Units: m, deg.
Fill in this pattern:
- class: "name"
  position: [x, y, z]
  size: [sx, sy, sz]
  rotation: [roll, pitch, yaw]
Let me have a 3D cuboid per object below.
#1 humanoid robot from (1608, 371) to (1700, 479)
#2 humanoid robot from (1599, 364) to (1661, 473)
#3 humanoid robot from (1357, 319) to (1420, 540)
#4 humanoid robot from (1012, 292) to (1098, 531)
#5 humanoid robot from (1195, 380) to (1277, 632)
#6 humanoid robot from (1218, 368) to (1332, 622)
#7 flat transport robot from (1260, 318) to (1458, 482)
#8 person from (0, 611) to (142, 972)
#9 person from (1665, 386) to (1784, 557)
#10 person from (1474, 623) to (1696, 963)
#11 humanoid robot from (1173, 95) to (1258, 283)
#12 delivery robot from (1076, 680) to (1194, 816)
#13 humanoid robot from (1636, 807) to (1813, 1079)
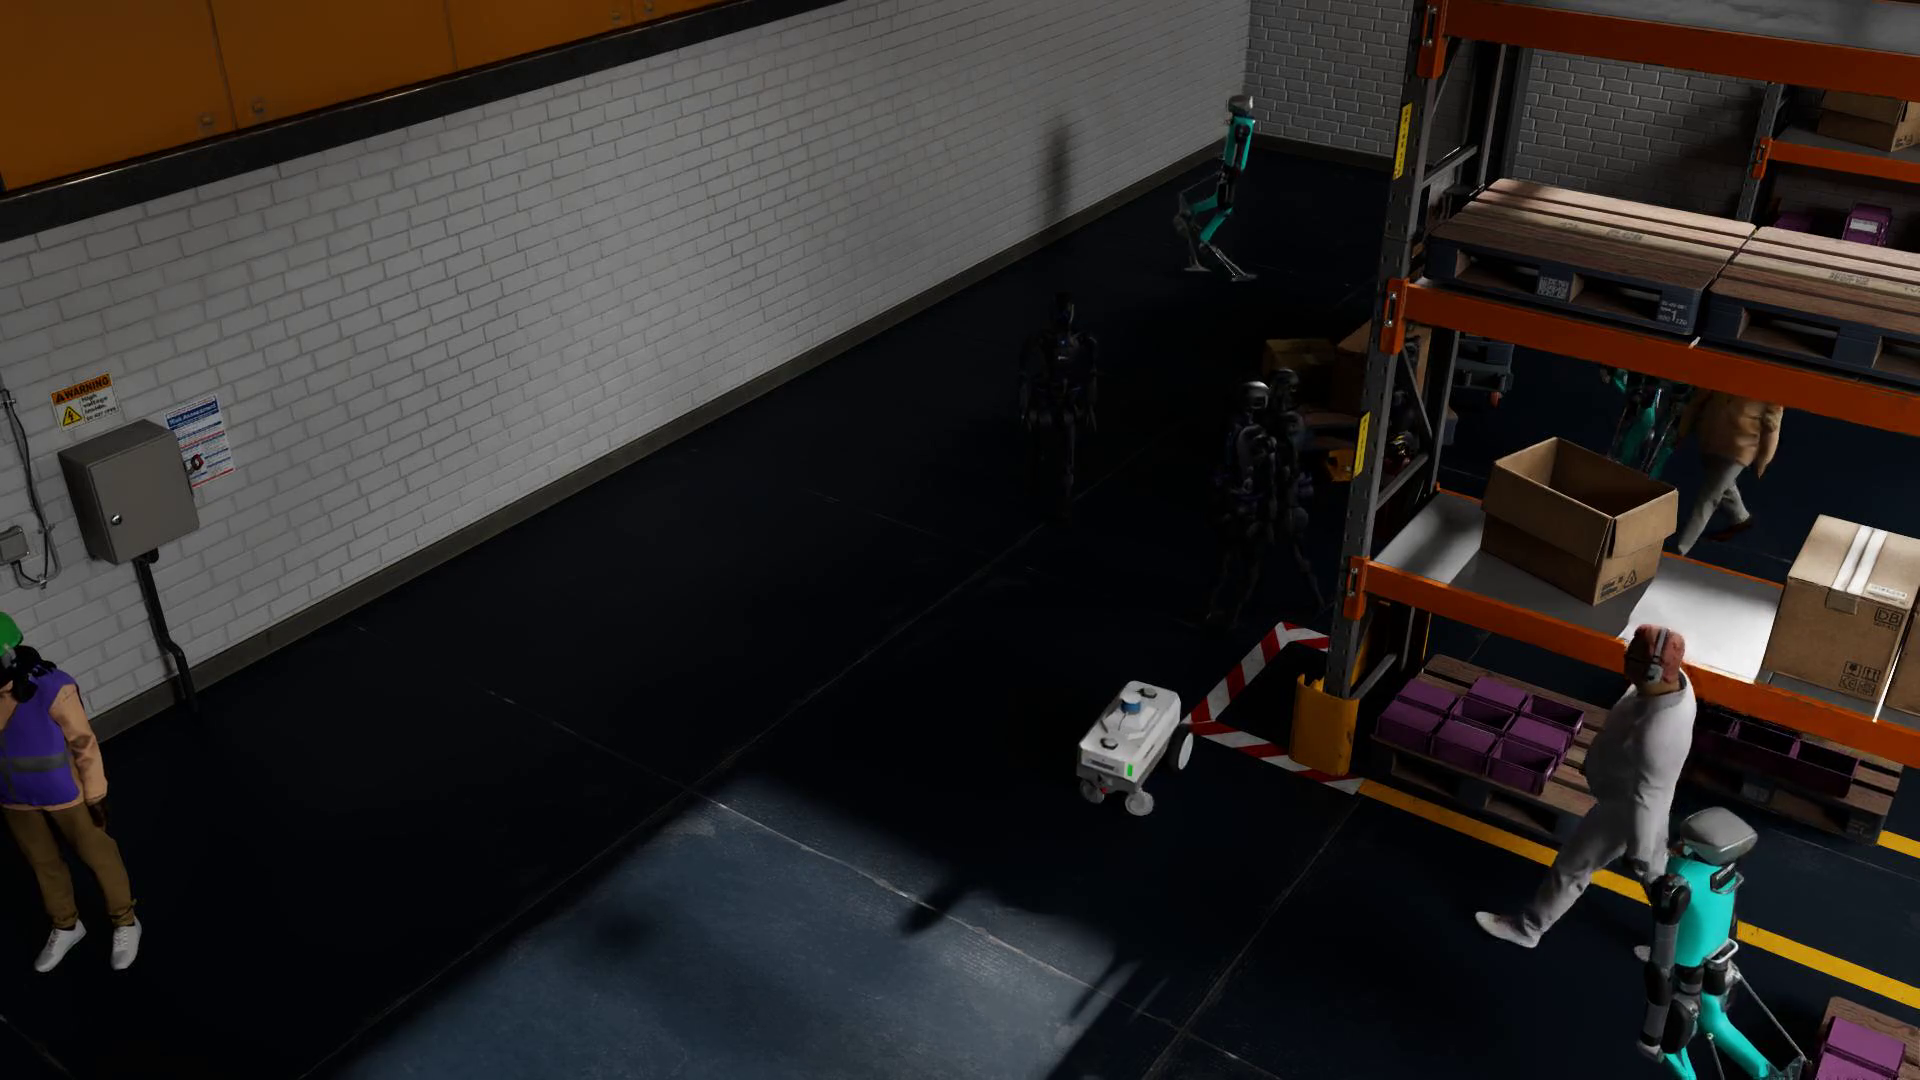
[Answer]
- class: "humanoid robot"
  position: [4.470, -0.689, 10.850]
  size: [0.544, 1.857, 0.823]
  rotation: [23, 37, 34]
- class: "humanoid robot"
  position: [4.756, -1.177, 11.594]
  size: [0.560, 1.758, 0.767]
  rotation: [2, 30, 3]
- class: "humanoid robot"
  position: [2.849, -0.794, 11.021]
  size: [0.354, 1.658, 0.586]
  rotation: [-6, 30, -10]
- class: "humanoid robot"
  position: [0.637, -0.926, 11.279]
  size: [0.583, 1.635, 0.758]
  rotation: [-4, 30, -7]
- class: "humanoid robot"
  position: [1.671, -0.199, 9.982]
  size: [0.326, 1.652, 0.595]
  rotation: [-18, 35, -28]
- class: "humanoid robot"
  position: [1.979, -0.253, 10.110]
  size: [0.685, 1.637, 0.610]
  rotation: [-6, 30, -10]
- class: "flat transport robot"
  position: [2.928, -0.843, 12.503]
  size: [0.659, 0.231, 1.431]
  rotation: [-2, 30, -4]
- class: "person"
  position: [-4.091, 1.116, 7.441]
  size: [0.540, 1.928, 0.419]
  rotation: [0, 30, -1]
- class: "person"
  position: [4.928, -0.643, 10.606]
  size: [0.990, 1.825, 0.594]
  rotation: [-16, 34, -26]
- class: "person"
  position: [2.996, 1.173, 7.421]
  size: [1.007, 1.858, 0.652]
  rotation: [16, 34, 26]
- class: "humanoid robot"
  position: [2.288, -3.131, 14.989]
  size: [0.947, 1.747, 0.554]
  rotation: [3, 30, 5]
- class: "delivery robot"
  position: [0.916, 1.073, 8.899]
  size: [0.500, 0.601, 0.773]
  rotation: [15, 33, 25]
- class: "humanoid robot"
  position: [2.930, 1.880, 6.335]
  size: [0.534, 1.746, 1.015]
  rotation: [-21, 36, -32]
